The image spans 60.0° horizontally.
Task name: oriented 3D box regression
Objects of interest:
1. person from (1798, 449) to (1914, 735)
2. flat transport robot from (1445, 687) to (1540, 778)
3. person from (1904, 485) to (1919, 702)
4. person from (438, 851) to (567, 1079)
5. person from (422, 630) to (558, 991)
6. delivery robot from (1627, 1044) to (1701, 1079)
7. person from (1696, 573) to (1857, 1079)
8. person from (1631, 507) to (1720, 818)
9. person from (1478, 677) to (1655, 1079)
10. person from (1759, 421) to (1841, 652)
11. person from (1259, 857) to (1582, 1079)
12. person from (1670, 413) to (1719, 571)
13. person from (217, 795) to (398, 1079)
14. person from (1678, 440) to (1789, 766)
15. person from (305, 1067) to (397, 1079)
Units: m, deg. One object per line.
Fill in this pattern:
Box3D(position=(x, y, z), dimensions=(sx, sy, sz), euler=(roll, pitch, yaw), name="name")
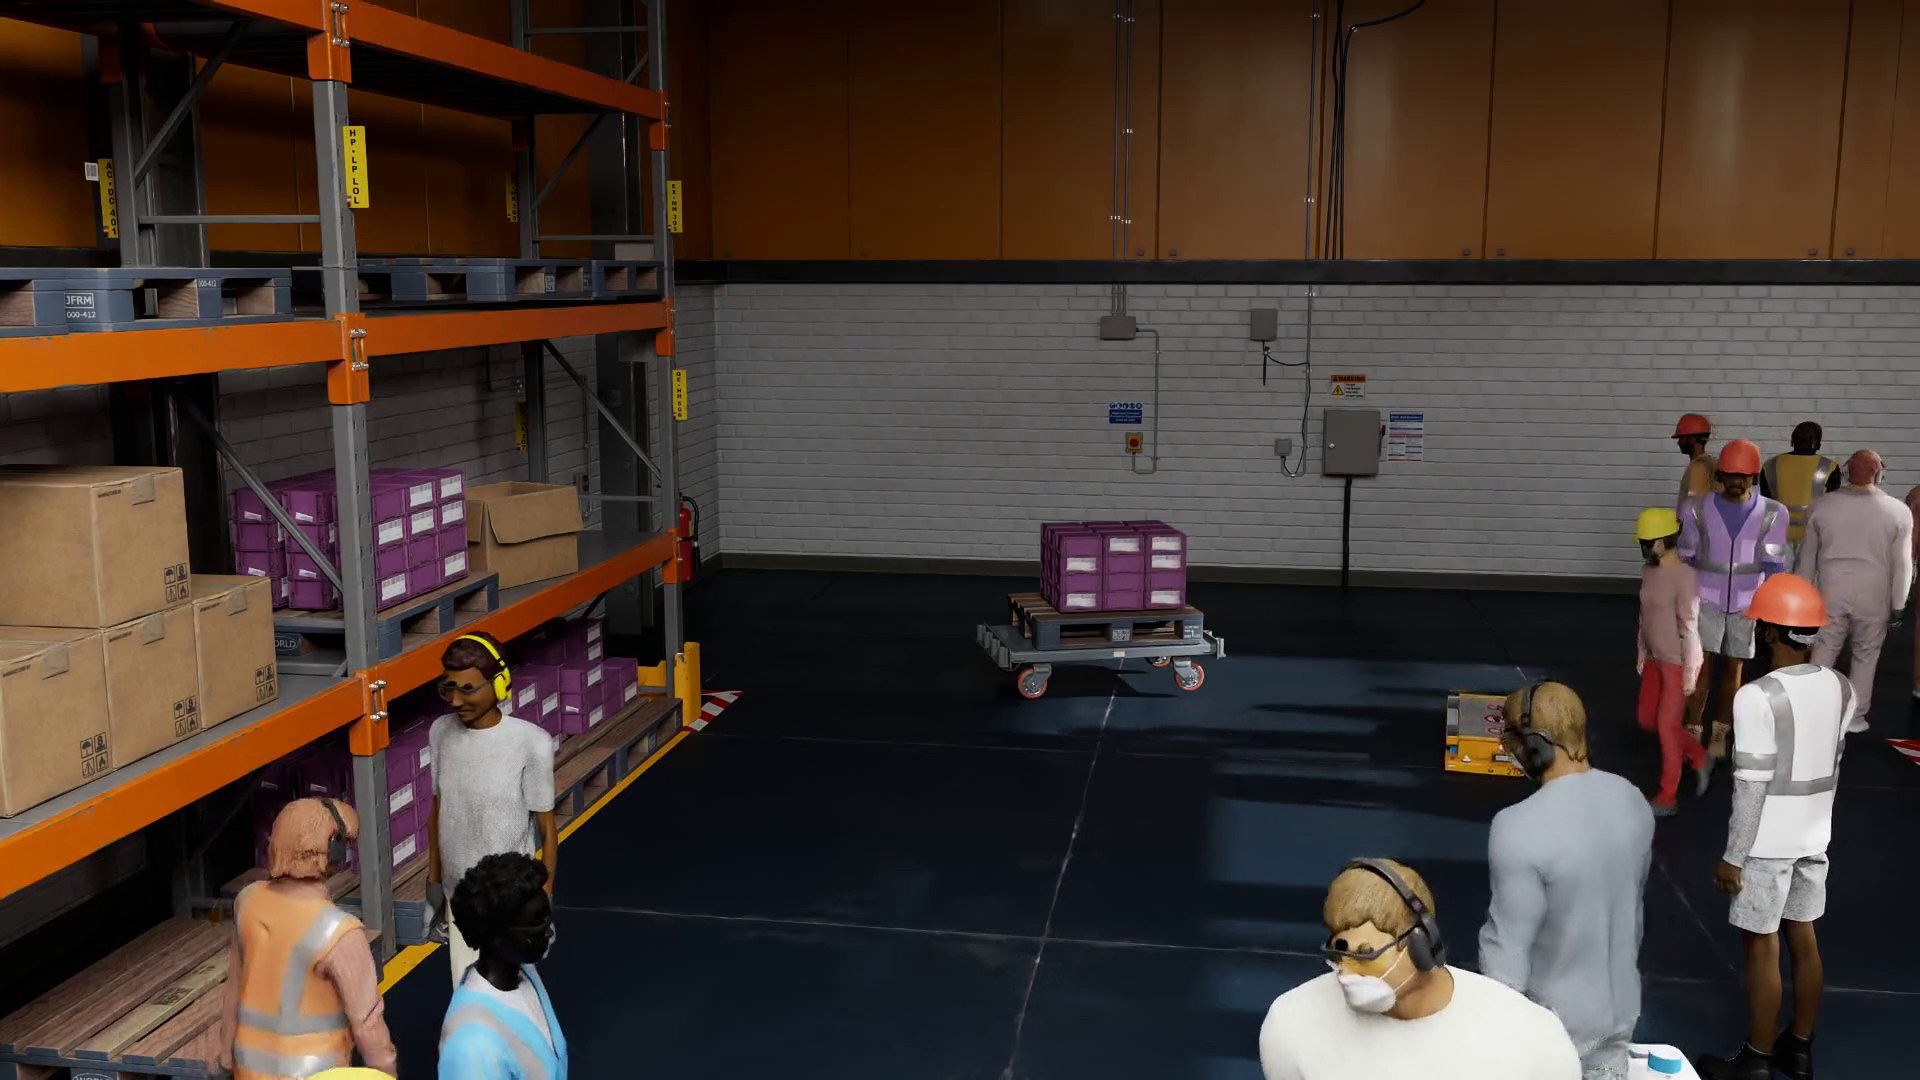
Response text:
Box3D(position=(5.768, 0.359, 10.764), dimensions=(0.659, 1.893, 0.600), euler=(8, 12, 40), name="person")
Box3D(position=(3.412, 1.204, 10.511), dimensions=(0.652, 0.197, 1.431), euler=(3, 10, 16), name="flat transport robot")
Box3D(position=(6.816, 0.258, 11.380), dimensions=(0.657, 1.881, 0.758), euler=(8, 12, 40), name="person")
Box3D(position=(-1.077, 1.557, 3.948), dimensions=(0.317, 1.695, 0.540), euler=(-1, 9, -7), name="person")
Box3D(position=(-1.580, 1.215, 5.559), dimensions=(0.519, 1.862, 0.327), euler=(3, 10, 19), name="person")
Box3D(position=(2.240, 1.858, 5.318), dimensions=(0.477, 0.478, 0.707), euler=(1, 9, 7), name="delivery robot")
Box3D(position=(2.994, 1.083, 6.132), dimensions=(0.545, 1.939, 0.373), euler=(-5, 10, -26), name="person")
Box3D(position=(4.002, 0.676, 9.262), dimensions=(0.589, 1.736, 0.581), euler=(-2, 9, -10), name="person")
Box3D(position=(1.687, 1.338, 4.668), dimensions=(0.746, 1.902, 0.492), euler=(-6, 11, -35), name="person")
Box3D(position=(6.707, -0.028, 13.285), dimensions=(0.428, 1.844, 0.623), euler=(-9, 13, -44), name="person")
Box3D(position=(0.957, 1.540, 3.428), dimensions=(0.698, 1.902, 0.533), euler=(3, 10, 21), name="person")
Box3D(position=(5.790, -0.039, 13.141), dimensions=(0.433, 1.918, 0.567), euler=(4, 10, 24), name="person")
Box3D(position=(-1.777, 1.492, 4.657), dimensions=(0.534, 1.586, 0.857), euler=(7, 12, 39), name="person")
Box3D(position=(4.666, 0.399, 10.105), dimensions=(0.600, 2.013, 0.773), euler=(4, 10, 23), name="person")
Box3D(position=(-0.835, 1.674, 2.604), dimensions=(0.585, 1.908, 0.561), euler=(3, 10, 16), name="person")
